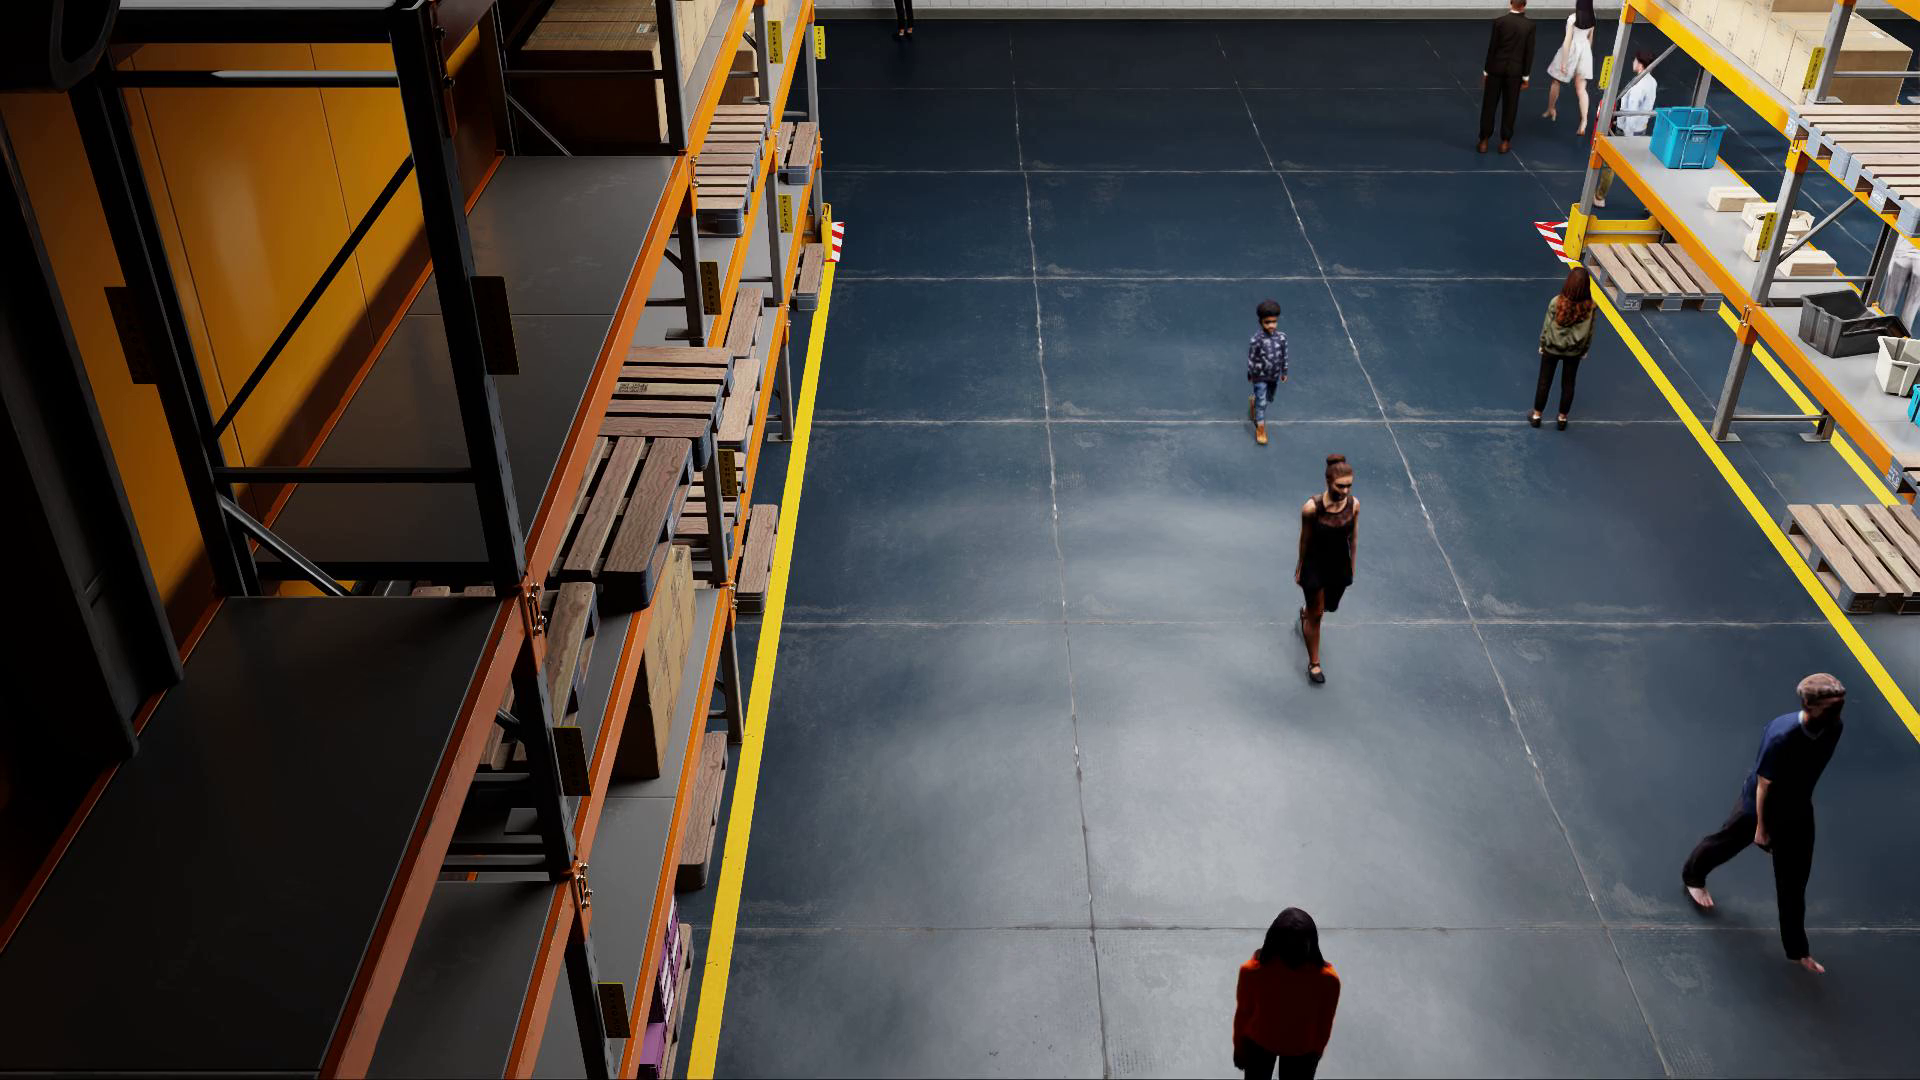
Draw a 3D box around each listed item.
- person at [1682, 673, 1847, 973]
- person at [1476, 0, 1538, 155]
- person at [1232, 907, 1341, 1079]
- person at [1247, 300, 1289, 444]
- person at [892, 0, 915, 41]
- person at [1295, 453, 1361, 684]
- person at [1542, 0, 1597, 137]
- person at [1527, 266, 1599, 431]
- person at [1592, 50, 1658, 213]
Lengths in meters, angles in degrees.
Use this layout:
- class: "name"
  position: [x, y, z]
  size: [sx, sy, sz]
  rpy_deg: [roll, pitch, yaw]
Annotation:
- class: "person"
  position: [4.470, 1.455, 9.305]
  size: [0.885, 1.816, 1.255]
  rpy_deg: [-8, 34, -12]
- class: "person"
  position: [6.489, -5.558, 19.777]
  size: [0.765, 1.904, 0.697]
  rpy_deg: [8, 35, 12]
- class: "person"
  position: [1.544, 2.359, 8.014]
  size: [0.698, 1.740, 0.706]
  rpy_deg: [10, 35, 15]
- class: "person"
  position: [2.612, -1.476, 14.237]
  size: [0.600, 1.237, 0.819]
  rpy_deg: [-7, 34, -10]
- class: "person"
  position: [-0.812, -7.878, 23.646]
  size: [0.619, 1.484, 0.650]
  rpy_deg: [-21, 39, -28]
- class: "person"
  position: [2.494, 0.124, 11.441]
  size: [0.673, 1.669, 0.930]
  rpy_deg: [-5, 34, -8]
- class: "person"
  position: [7.527, -5.765, 20.256]
  size: [0.822, 1.717, 1.286]
  rpy_deg: [-7, 34, -10]
- class: "person"
  position: [5.185, -1.645, 14.278]
  size: [0.610, 1.474, 0.554]
  rpy_deg: [7, 34, 10]
- class: "person"
  position: [7.420, -4.430, 18.186]
  size: [1.189, 1.786, 1.162]
  rpy_deg: [26, 42, 34]
